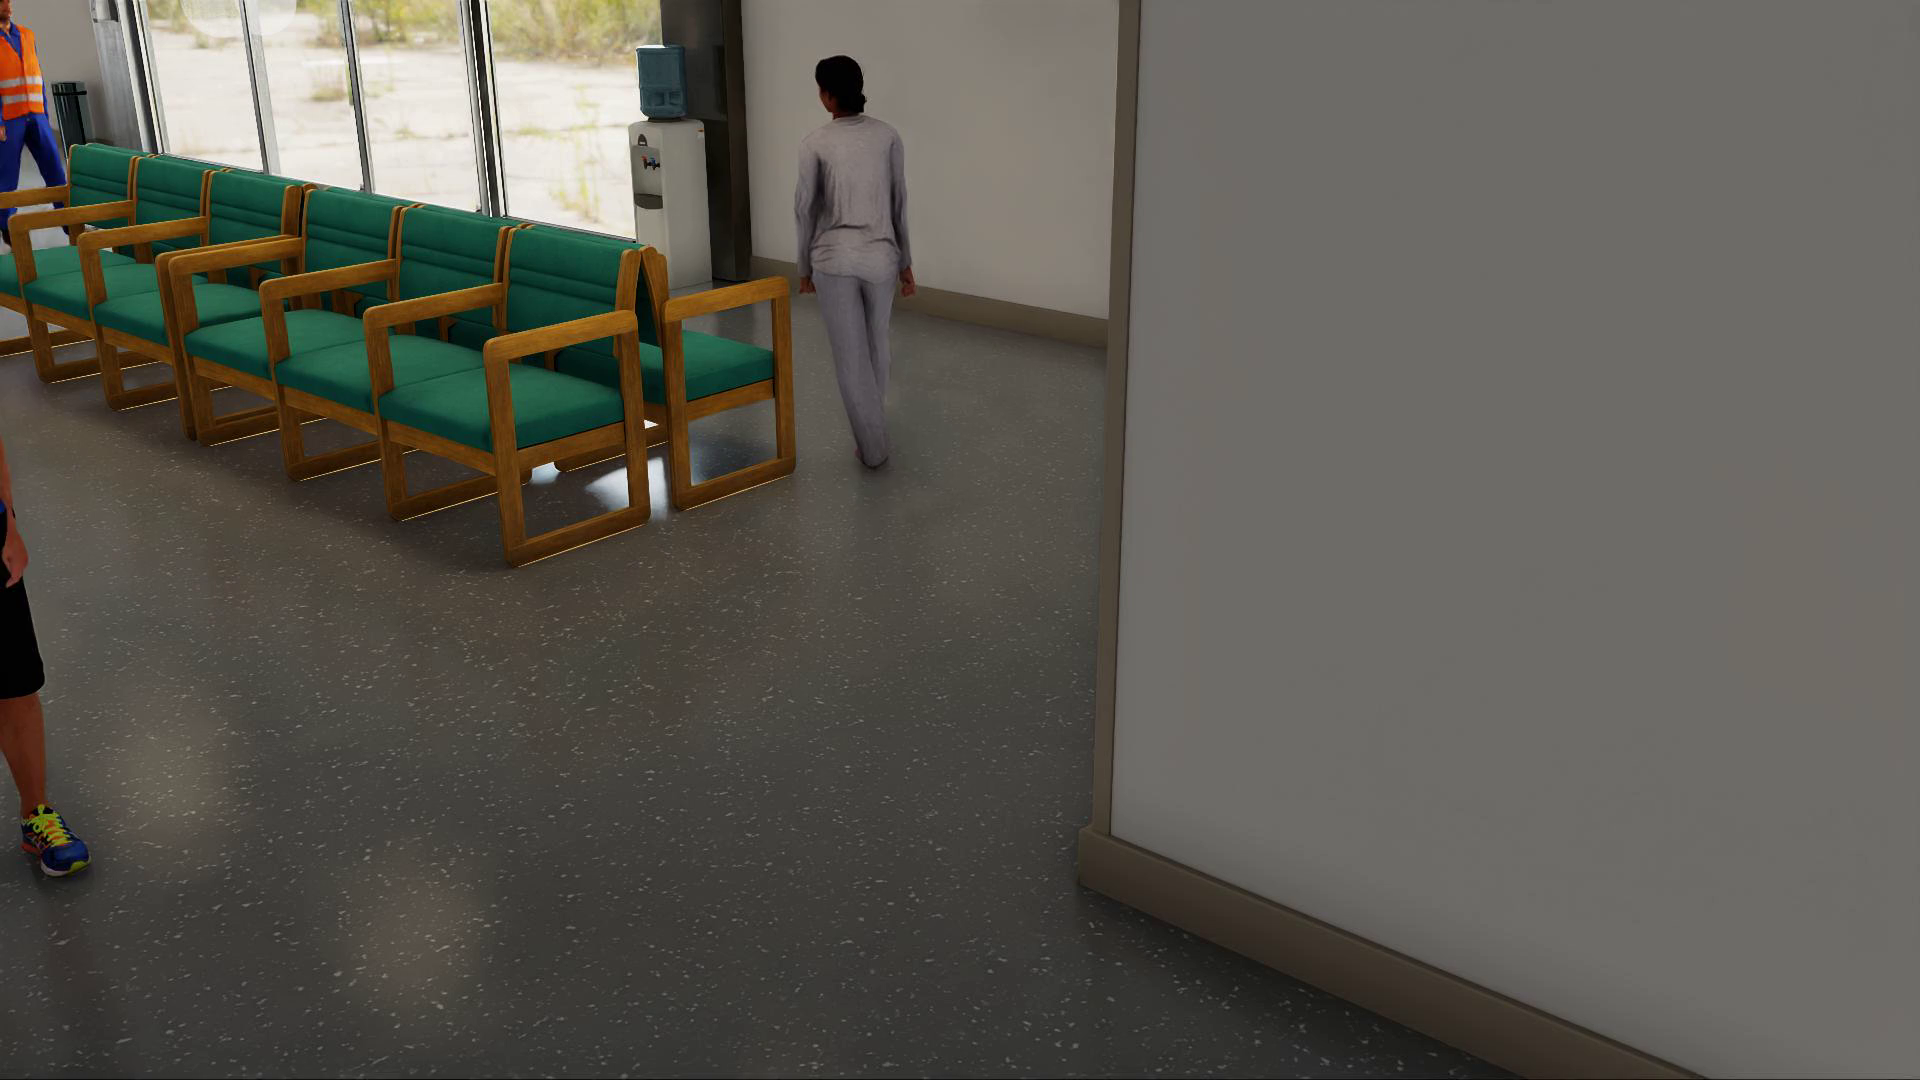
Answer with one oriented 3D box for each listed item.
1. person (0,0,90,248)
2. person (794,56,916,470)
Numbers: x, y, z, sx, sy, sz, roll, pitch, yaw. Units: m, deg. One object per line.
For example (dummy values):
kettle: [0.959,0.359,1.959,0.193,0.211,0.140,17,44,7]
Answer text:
person: [-6.533,-2.855,11.432,0.984,1.808,1.230,10,23,24]
person: [-0.416,-1.136,7.032,0.970,1.709,0.969,-7,22,-18]
